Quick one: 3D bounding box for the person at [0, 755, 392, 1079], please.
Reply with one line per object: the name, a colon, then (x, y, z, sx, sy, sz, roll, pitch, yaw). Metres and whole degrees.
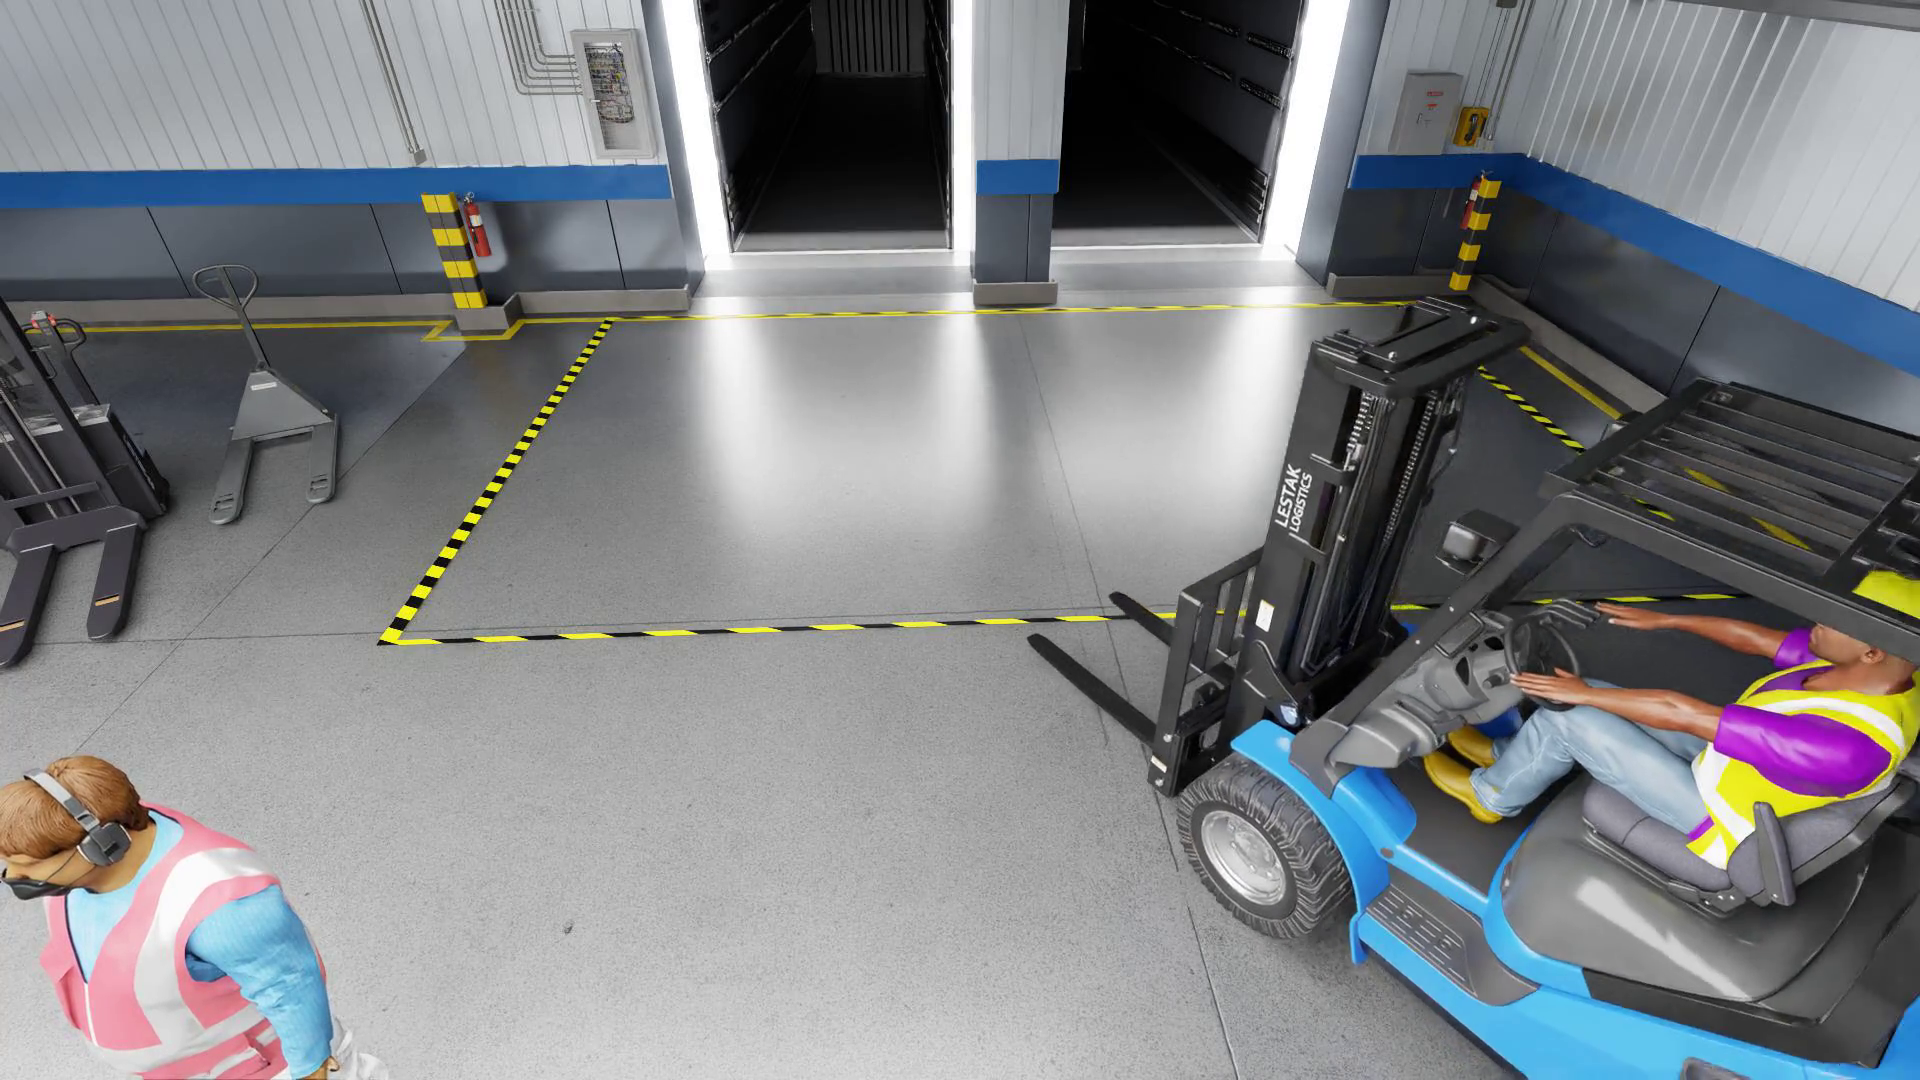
person: (-1.856, 1.234, 2.352, 0.621, 1.844, 0.429, 12, 37, 17)

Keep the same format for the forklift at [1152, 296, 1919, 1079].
forklift: (2.044, 0.649, 2.747, 1.157, 2.036, 2.680, -23, 41, -30)

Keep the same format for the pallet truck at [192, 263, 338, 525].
pallet truck: (-4.778, -1.027, 6.128, 0.680, 1.201, 1.601, -17, 38, -23)

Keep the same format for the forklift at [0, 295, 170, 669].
forklift: (-5.212, -0.618, 4.878, 0.823, 1.965, 1.885, -20, 39, -26)

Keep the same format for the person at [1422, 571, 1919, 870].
person: (2.014, 0.465, 2.683, 0.635, 1.293, 1.004, -23, 41, -30)
